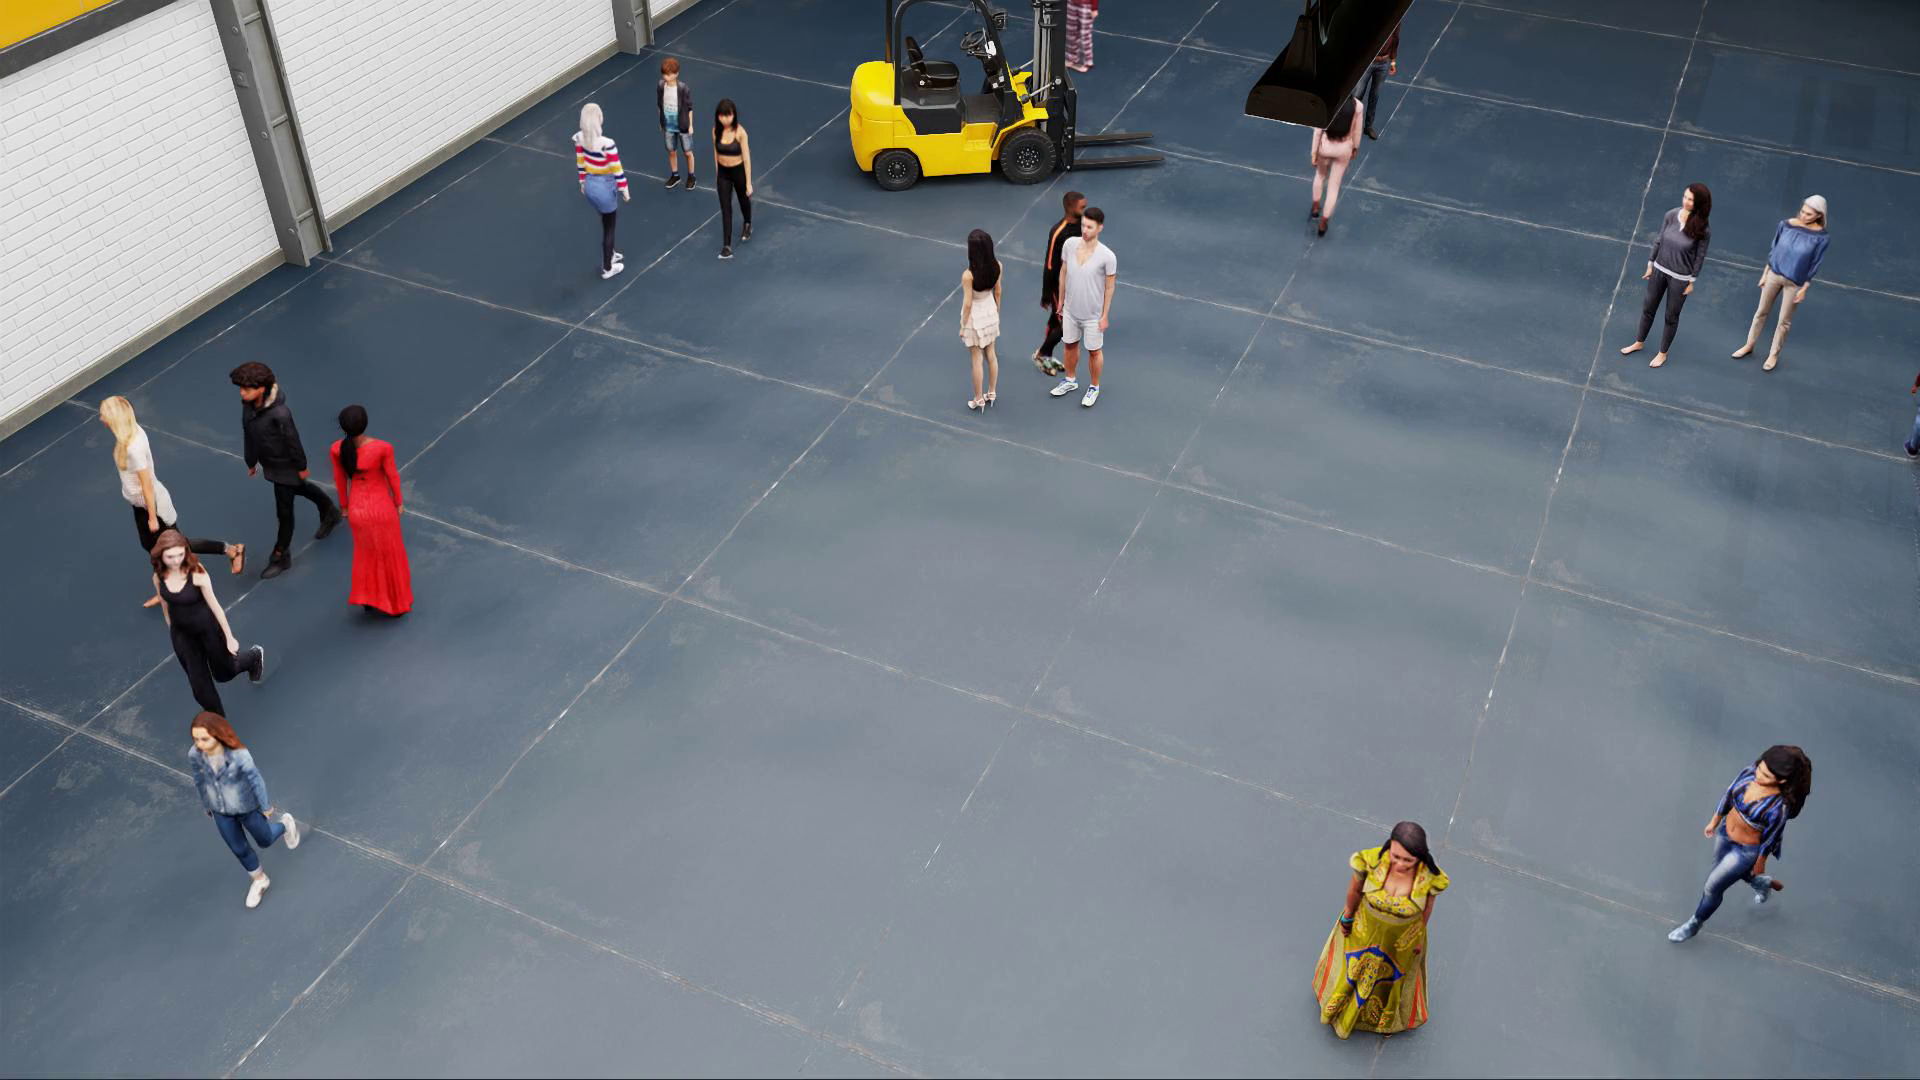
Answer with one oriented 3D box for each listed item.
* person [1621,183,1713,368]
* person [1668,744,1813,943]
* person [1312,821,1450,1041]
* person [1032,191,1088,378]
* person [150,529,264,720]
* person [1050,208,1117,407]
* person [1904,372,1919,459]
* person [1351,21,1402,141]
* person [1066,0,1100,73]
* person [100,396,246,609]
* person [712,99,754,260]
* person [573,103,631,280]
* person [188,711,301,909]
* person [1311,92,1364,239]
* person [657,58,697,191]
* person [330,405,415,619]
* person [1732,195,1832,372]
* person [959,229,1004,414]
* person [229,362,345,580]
[{"bbox_3d":[6.426,-2.405,14.995,0.651,1.768,0.684,-29,47,-31],"label":"person"},{"bbox_3d":[4.699,1.787,9.885,1.005,1.594,1.010,-8,39,-10],"label":"person"},{"bbox_3d":[2.393,2.171,9.359,0.908,1.660,0.844,9,39,11],"label":"person"},{"bbox_3d":[0.821,-2.304,14.850,0.708,1.790,0.615,21,43,24],"label":"person"},{"bbox_3d":[-5.107,0.564,11.321,0.865,1.715,1.126,4,39,4],"label":"person"},{"bbox_3d":[1.095,-2.046,14.476,0.709,1.856,0.619,22,44,26],"label":"person"},{"bbox_3d":[8.227,-1.228,13.945,0.546,1.240,0.681,12,40,14],"label":"person"},{"bbox_3d":[4.652,-5.380,18.713,0.718,1.777,0.717,-5,39,-6],"label":"person"},{"bbox_3d":[1.490,-6.555,20.248,0.672,1.698,0.604,29,47,31],"label":"person"},{"bbox_3d":[-5.880,-0.298,12.325,1.133,1.808,0.916,-25,45,-28],"label":"person"},{"bbox_3d":[-2.248,-3.689,16.738,0.766,1.599,1.137,7,39,9],"label":"person"},{"bbox_3d":[-3.542,-3.363,16.173,0.698,1.796,0.669,22,44,25],"label":"person"},{"bbox_3d":[-4.422,1.581,10.248,0.739,1.463,0.900,3,39,4],"label":"person"},{"bbox_3d":[3.796,-3.881,16.900,0.692,1.697,0.878,11,40,13],"label":"person"},{"bbox_3d":[-3.036,-4.467,17.835,0.577,1.446,0.557,8,39,10],"label":"person"},{"bbox_3d":[-4.332,-0.176,12.213,0.838,1.768,0.875,-1,39,-2],"label":"person"},{"bbox_3d":[7.449,-2.344,14.979,0.682,1.703,0.688,-31,48,-33],"label":"person"},{"bbox_3d":[0.189,-1.878,14.360,0.623,1.738,0.723,-23,44,-26],"label":"person"},{"bbox_3d":[-5.166,-0.635,12.802,0.730,1.740,1.131,22,43,25],"label":"person"}]
